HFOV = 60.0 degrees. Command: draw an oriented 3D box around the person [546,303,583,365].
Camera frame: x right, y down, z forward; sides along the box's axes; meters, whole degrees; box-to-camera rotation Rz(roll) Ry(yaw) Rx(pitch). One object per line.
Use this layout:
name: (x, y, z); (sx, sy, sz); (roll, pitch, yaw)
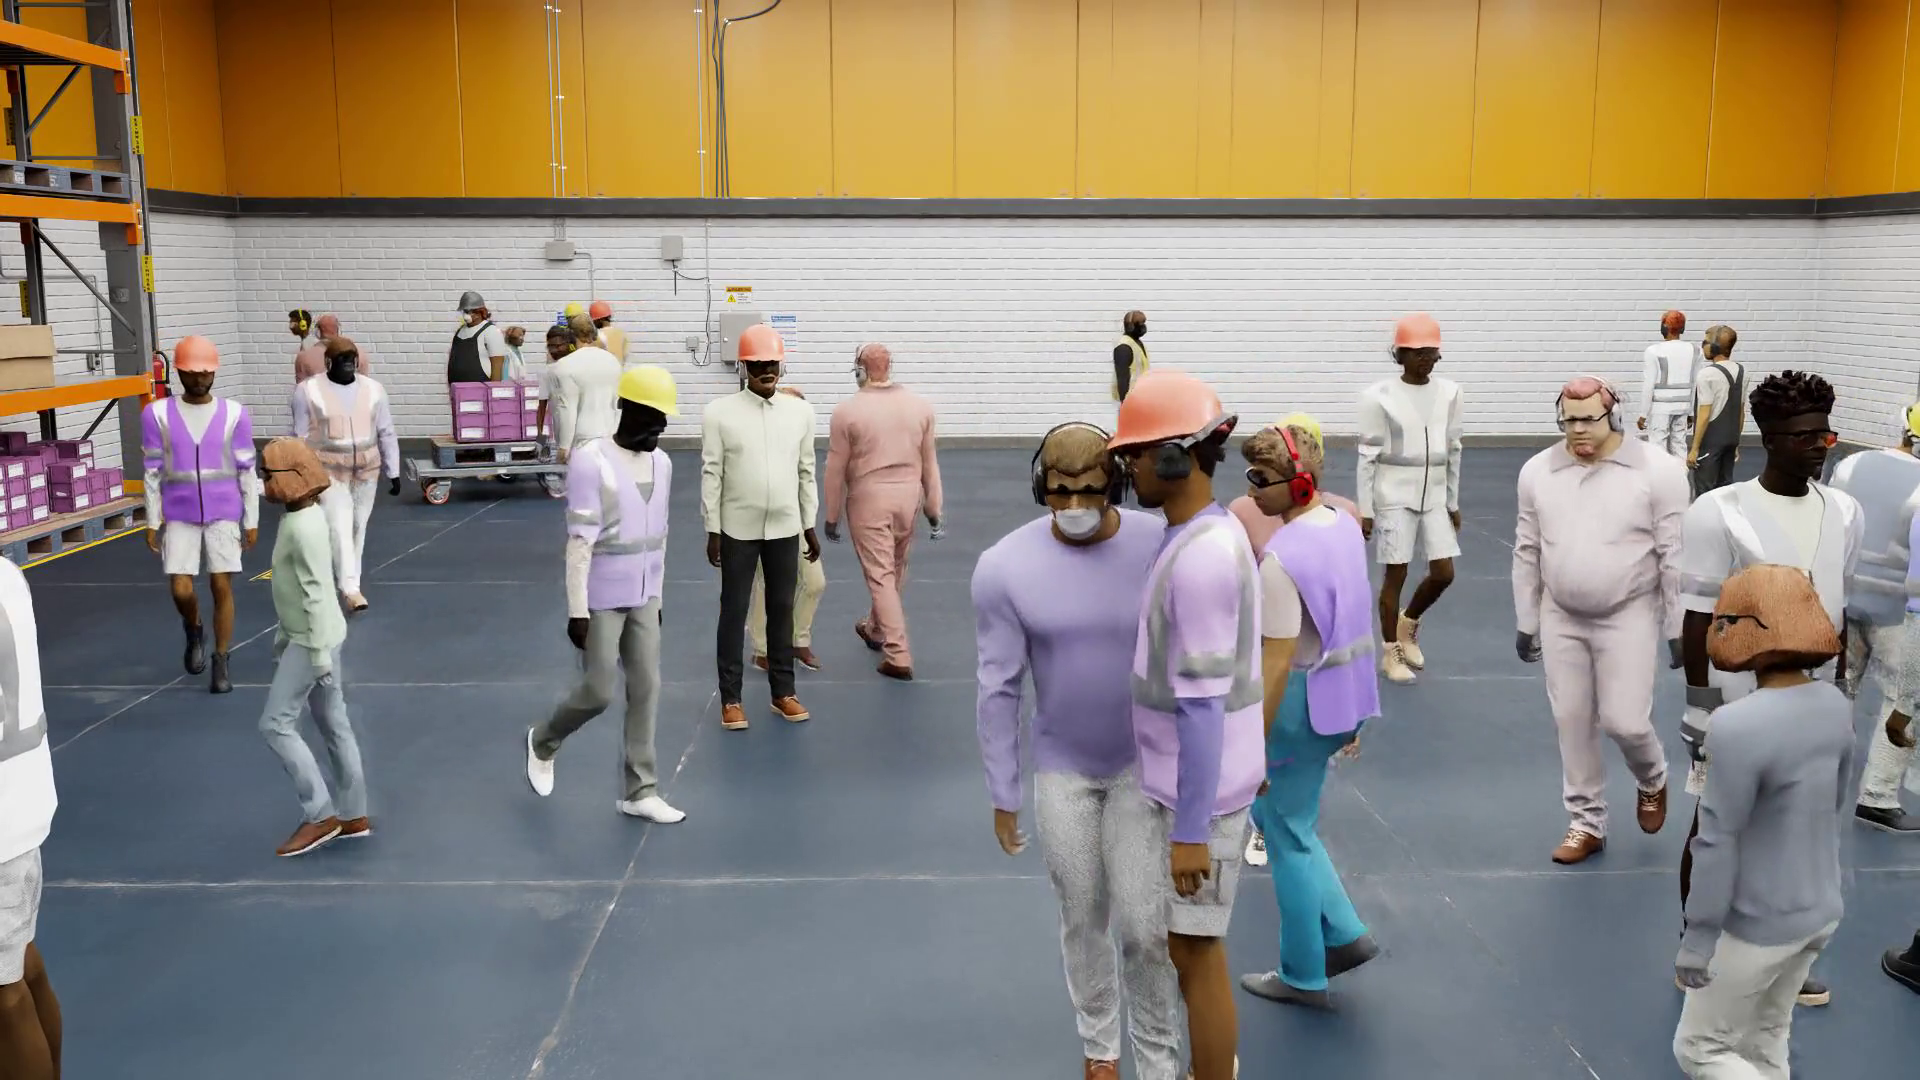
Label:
person: (-4.459, -1.799, 19.256); (0.589, 1.874, 0.976); (-6, 11, -31)

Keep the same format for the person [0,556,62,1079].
person: (-2.316, 0.682, 3.875); (0.369, 1.929, 0.542); (-4, 10, -21)

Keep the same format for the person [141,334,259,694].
person: (-4.061, -0.140, 8.923); (0.577, 1.922, 0.486); (-4, 10, -24)

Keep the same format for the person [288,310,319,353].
person: (-6.952, -1.591, 18.179); (0.759, 1.837, 0.580); (-2, 9, -12)

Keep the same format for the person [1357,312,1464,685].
person: (2.459, -0.215, 9.041); (0.629, 2.031, 0.428); (-2, 10, -13)

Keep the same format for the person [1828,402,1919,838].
person: (3.750, 0.281, 6.810); (0.407, 1.782, 0.699); (-4, 10, -23)

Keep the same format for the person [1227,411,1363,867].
person: (1.269, 0.366, 6.377); (0.520, 1.753, 0.545); (3, 10, 15)

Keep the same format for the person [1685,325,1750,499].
person: (5.741, -0.709, 12.657); (0.517, 1.844, 0.332); (-5, 10, -27)

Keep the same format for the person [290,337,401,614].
person: (-4.007, -0.421, 10.994); (0.660, 1.806, 0.875); (-7, 12, -38)

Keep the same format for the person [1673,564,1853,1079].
person: (1.850, 0.864, 3.707); (0.515, 1.613, 0.447); (-7, 11, -36)

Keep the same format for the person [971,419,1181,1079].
person: (0.362, 0.629, 4.302); (0.680, 1.894, 0.646); (2, 9, 12)

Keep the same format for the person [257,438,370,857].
person: (-2.562, 0.410, 6.470); (0.486, 1.619, 0.499); (-3, 10, -19)

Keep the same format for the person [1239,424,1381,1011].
person: (1.028, 0.550, 5.027); (0.457, 1.811, 0.605); (7, 11, 35)

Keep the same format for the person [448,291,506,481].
person: (-5.225, -1.654, 17.853); (0.683, 2.000, 0.538); (6, 11, 32)

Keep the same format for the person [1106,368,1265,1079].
person: (0.544, 0.592, 4.136); (0.418, 2.031, 0.619); (1, 9, 6)

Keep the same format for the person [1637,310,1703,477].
person: (6.618, -1.199, 15.546); (0.575, 1.885, 0.355); (-2, 9, -10)

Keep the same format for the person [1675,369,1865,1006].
person: (2.471, 0.466, 5.085); (0.607, 1.966, 0.367); (-3, 10, -15)

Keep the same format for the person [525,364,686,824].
person: (-1.469, 0.213, 6.889); (0.751, 1.881, 0.646); (6, 11, 32)

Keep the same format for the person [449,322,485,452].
person: (-5.431, -1.638, 18.729); (0.539, 1.721, 0.836); (2, 9, 10)

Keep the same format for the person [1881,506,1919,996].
person: (3.167, 0.469, 5.150); (0.553, 1.935, 0.361); (1, 9, 6)

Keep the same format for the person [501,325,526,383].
person: (-5.137, -1.626, 18.916); (0.438, 1.625, 0.553); (1, 9, 7)

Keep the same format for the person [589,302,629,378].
person: (-4.154, -1.816, 19.335); (0.794, 1.884, 0.562); (5, 10, 28)

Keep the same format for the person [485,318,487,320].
person: (-5.228, -1.622, 18.264); (0.431, 1.846, 0.542); (0, 9, 1)

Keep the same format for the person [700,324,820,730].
person: (-0.983, -0.066, 8.255); (0.609, 1.996, 0.383); (-5, 10, -26)

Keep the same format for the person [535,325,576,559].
person: (-3.060, -0.755, 12.989); (0.528, 1.823, 0.876); (2, 10, 14)

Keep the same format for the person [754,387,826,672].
person: (-0.959, -0.039, 9.263); (0.494, 1.619, 0.506); (8, 12, 39)

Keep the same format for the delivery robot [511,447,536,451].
delivery robot: (-4.606, -0.947, 17.777); (0.707, 0.478, 0.477); (-2, 9, -14)

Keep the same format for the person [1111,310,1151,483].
person: (1.790, -1.512, 17.617); (0.495, 1.832, 0.646); (3, 10, 20)

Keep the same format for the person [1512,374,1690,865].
person: (2.464, 0.299, 6.384); (0.684, 1.875, 0.561); (8, 12, 42)

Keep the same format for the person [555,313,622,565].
person: (-2.825, -0.755, 12.664); (0.371, 1.936, 0.629); (6, 11, 31)

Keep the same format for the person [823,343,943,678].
person: (-0.478, -0.189, 9.483); (0.666, 1.842, 1.002); (-5, 11, -30)

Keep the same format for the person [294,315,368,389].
person: (-5.791, -1.146, 15.359); (0.655, 1.853, 1.003); (-5, 11, -30)
